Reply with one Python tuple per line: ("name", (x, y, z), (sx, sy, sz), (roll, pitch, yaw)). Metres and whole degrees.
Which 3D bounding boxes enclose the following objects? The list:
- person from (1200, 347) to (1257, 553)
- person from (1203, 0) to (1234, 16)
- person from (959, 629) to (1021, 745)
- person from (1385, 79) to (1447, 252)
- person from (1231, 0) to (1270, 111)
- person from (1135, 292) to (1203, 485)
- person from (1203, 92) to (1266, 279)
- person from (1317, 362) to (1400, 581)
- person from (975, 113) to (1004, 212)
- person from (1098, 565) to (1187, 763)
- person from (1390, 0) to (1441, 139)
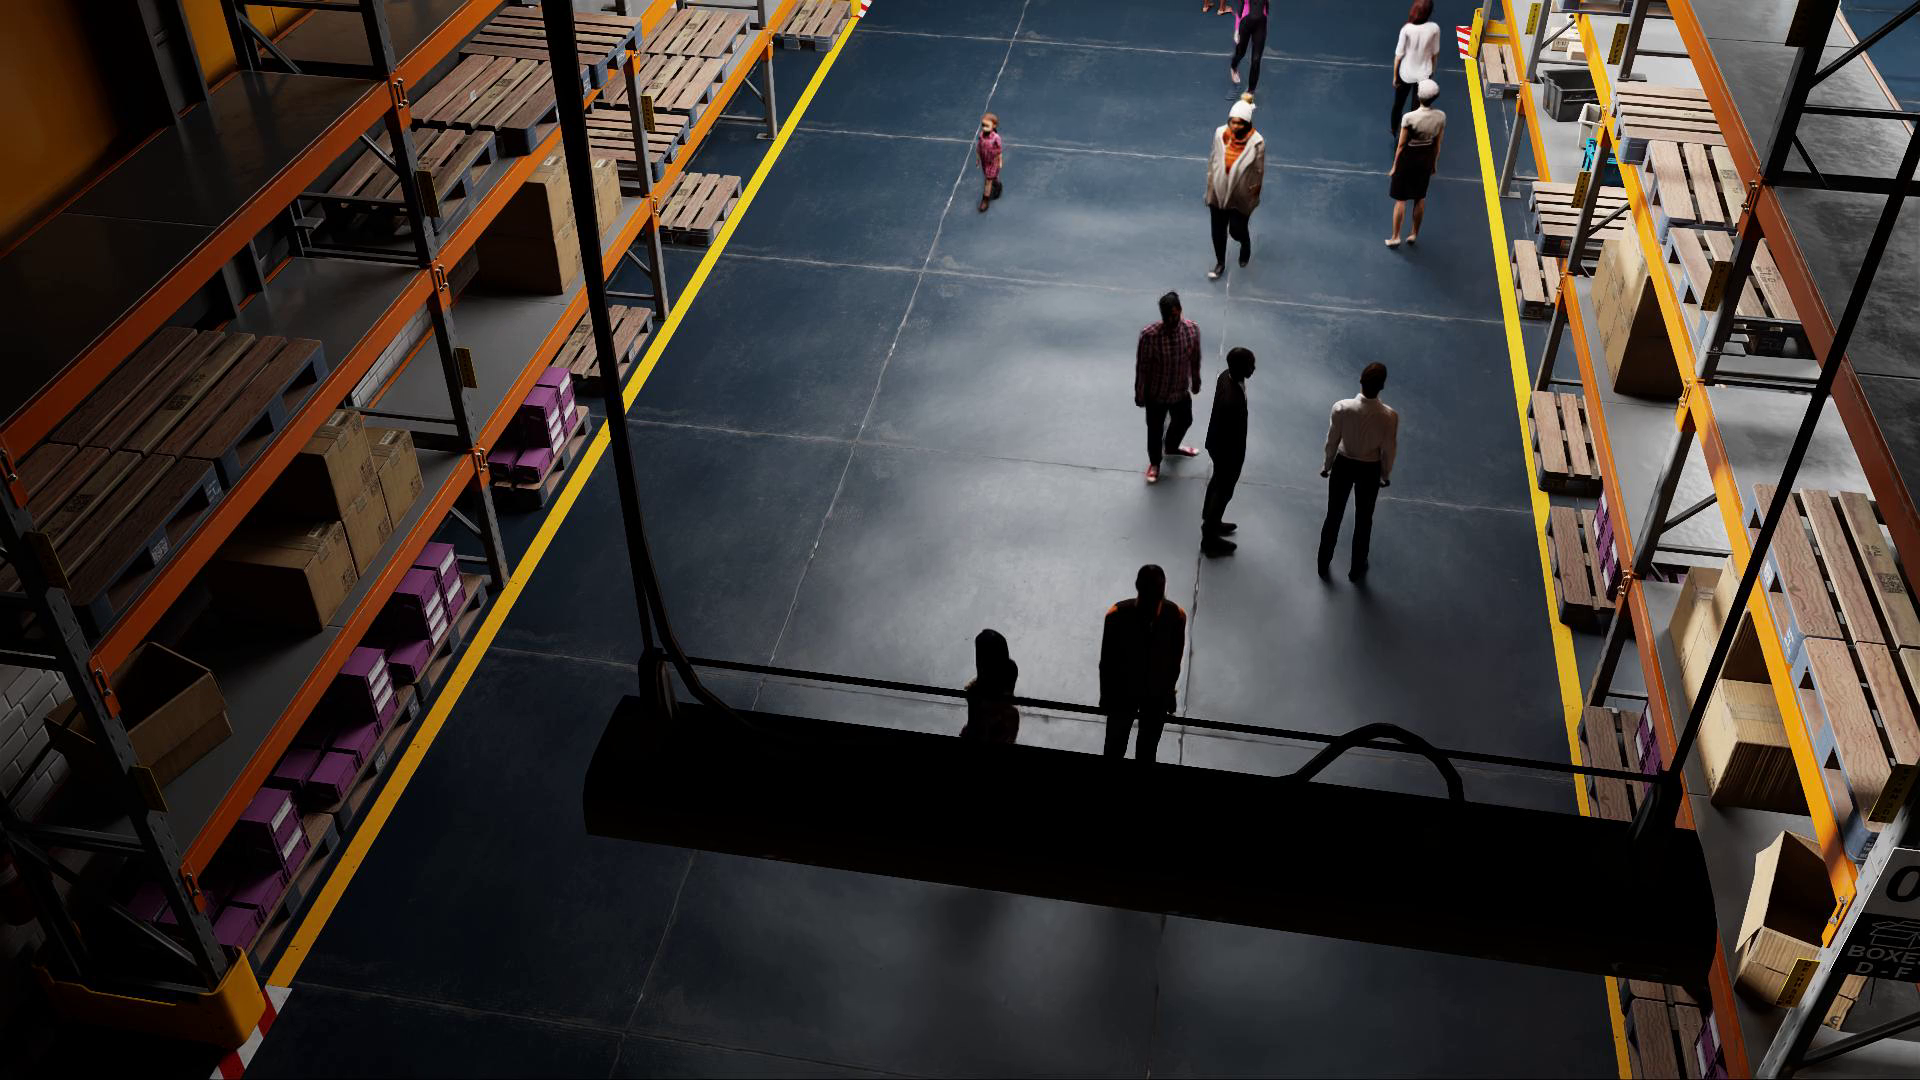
("person", (2.015, -0.693, 12.627), (0.756, 1.800, 0.568), (0, 39, 0))
("person", (3.359, -7.661, 21.418), (0.684, 1.719, 0.661), (24, 45, 27))
("person", (0.247, 1.243, 10.337), (0.838, 1.633, 0.896), (-30, 47, -32))
("person", (4.485, -3.684, 16.410), (0.703, 1.752, 0.647), (-6, 39, -7))
("person", (3.359, -5.943, 19.266), (0.756, 1.719, 1.145), (-3, 39, -3))
("person", (1.673, -1.237, 13.367), (0.953, 1.727, 0.907), (-18, 42, -21))
("person", (2.667, -3.429, 15.985), (0.837, 1.884, 0.918), (20, 43, 24))
("person", (2.940, -0.503, 12.332), (0.692, 1.871, 0.570), (11, 40, 14))
("person", (0.334, -3.997, 17.394), (0.571, 1.014, 0.786), (20, 43, 23))
("person", (1.135, 0.912, 10.530), (0.744, 1.908, 0.689), (-2, 39, -3))
("person", (4.905, -4.915, 17.952), (0.610, 1.752, 1.038), (7, 39, 9))
